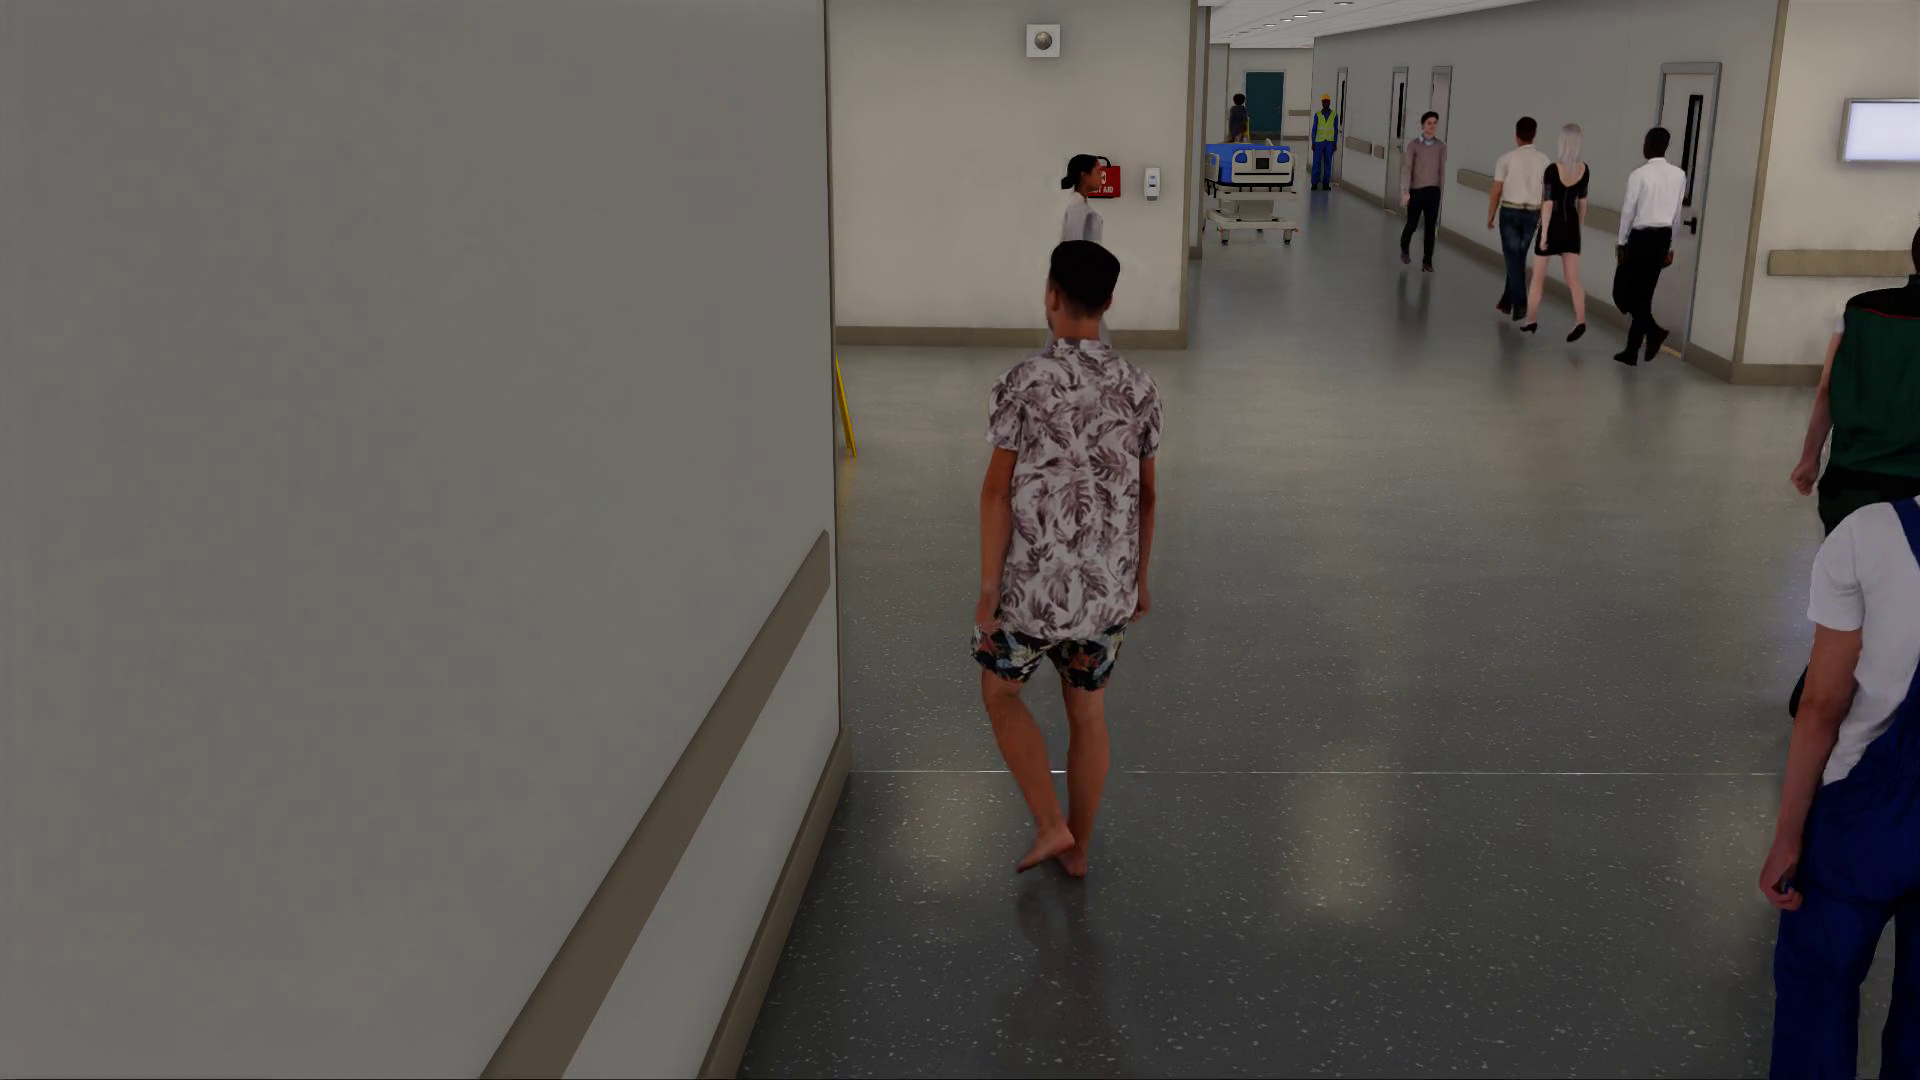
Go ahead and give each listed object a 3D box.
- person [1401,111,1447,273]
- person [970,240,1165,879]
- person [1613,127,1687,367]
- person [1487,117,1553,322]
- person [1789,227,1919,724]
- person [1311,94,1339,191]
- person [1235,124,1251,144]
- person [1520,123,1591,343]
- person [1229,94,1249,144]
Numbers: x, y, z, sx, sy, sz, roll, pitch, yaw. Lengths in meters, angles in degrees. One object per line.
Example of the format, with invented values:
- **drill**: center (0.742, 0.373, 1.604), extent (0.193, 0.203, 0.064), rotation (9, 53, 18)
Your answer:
- **person**: center (5.307, -3.994, 19.138), extent (1.105, 1.781, 0.770), rotation (0, 16, -1)
- **person**: center (0.315, 0.112, 4.530), extent (0.781, 1.805, 0.884), rotation (-5, 17, -18)
- **person**: center (5.290, -2.200, 12.713), extent (0.988, 1.816, 0.859), rotation (-2, 16, -8)
- **person**: center (5.103, -2.880, 15.133), extent (1.167, 1.810, 0.791), rotation (0, 16, 2)
- **person**: center (3.006, -0.154, 5.490), extent (1.132, 1.792, 1.000), rotation (-10, 18, -31)
- **person**: center (7.094, -7.740, 32.369), extent (0.500, 1.813, 0.730), rotation (1, 16, 2)
- **person**: center (5.858, -8.050, 34.624), extent (0.498, 1.185, 0.582), rotation (5, 16, 16)
- **person**: center (5.066, -2.511, 13.871), extent (1.169, 1.785, 0.873), rotation (-3, 16, -11)
- **person**: center (6.897, -10.204, 41.346), extent (1.059, 1.682, 0.806), rotation (5, 16, 17)
